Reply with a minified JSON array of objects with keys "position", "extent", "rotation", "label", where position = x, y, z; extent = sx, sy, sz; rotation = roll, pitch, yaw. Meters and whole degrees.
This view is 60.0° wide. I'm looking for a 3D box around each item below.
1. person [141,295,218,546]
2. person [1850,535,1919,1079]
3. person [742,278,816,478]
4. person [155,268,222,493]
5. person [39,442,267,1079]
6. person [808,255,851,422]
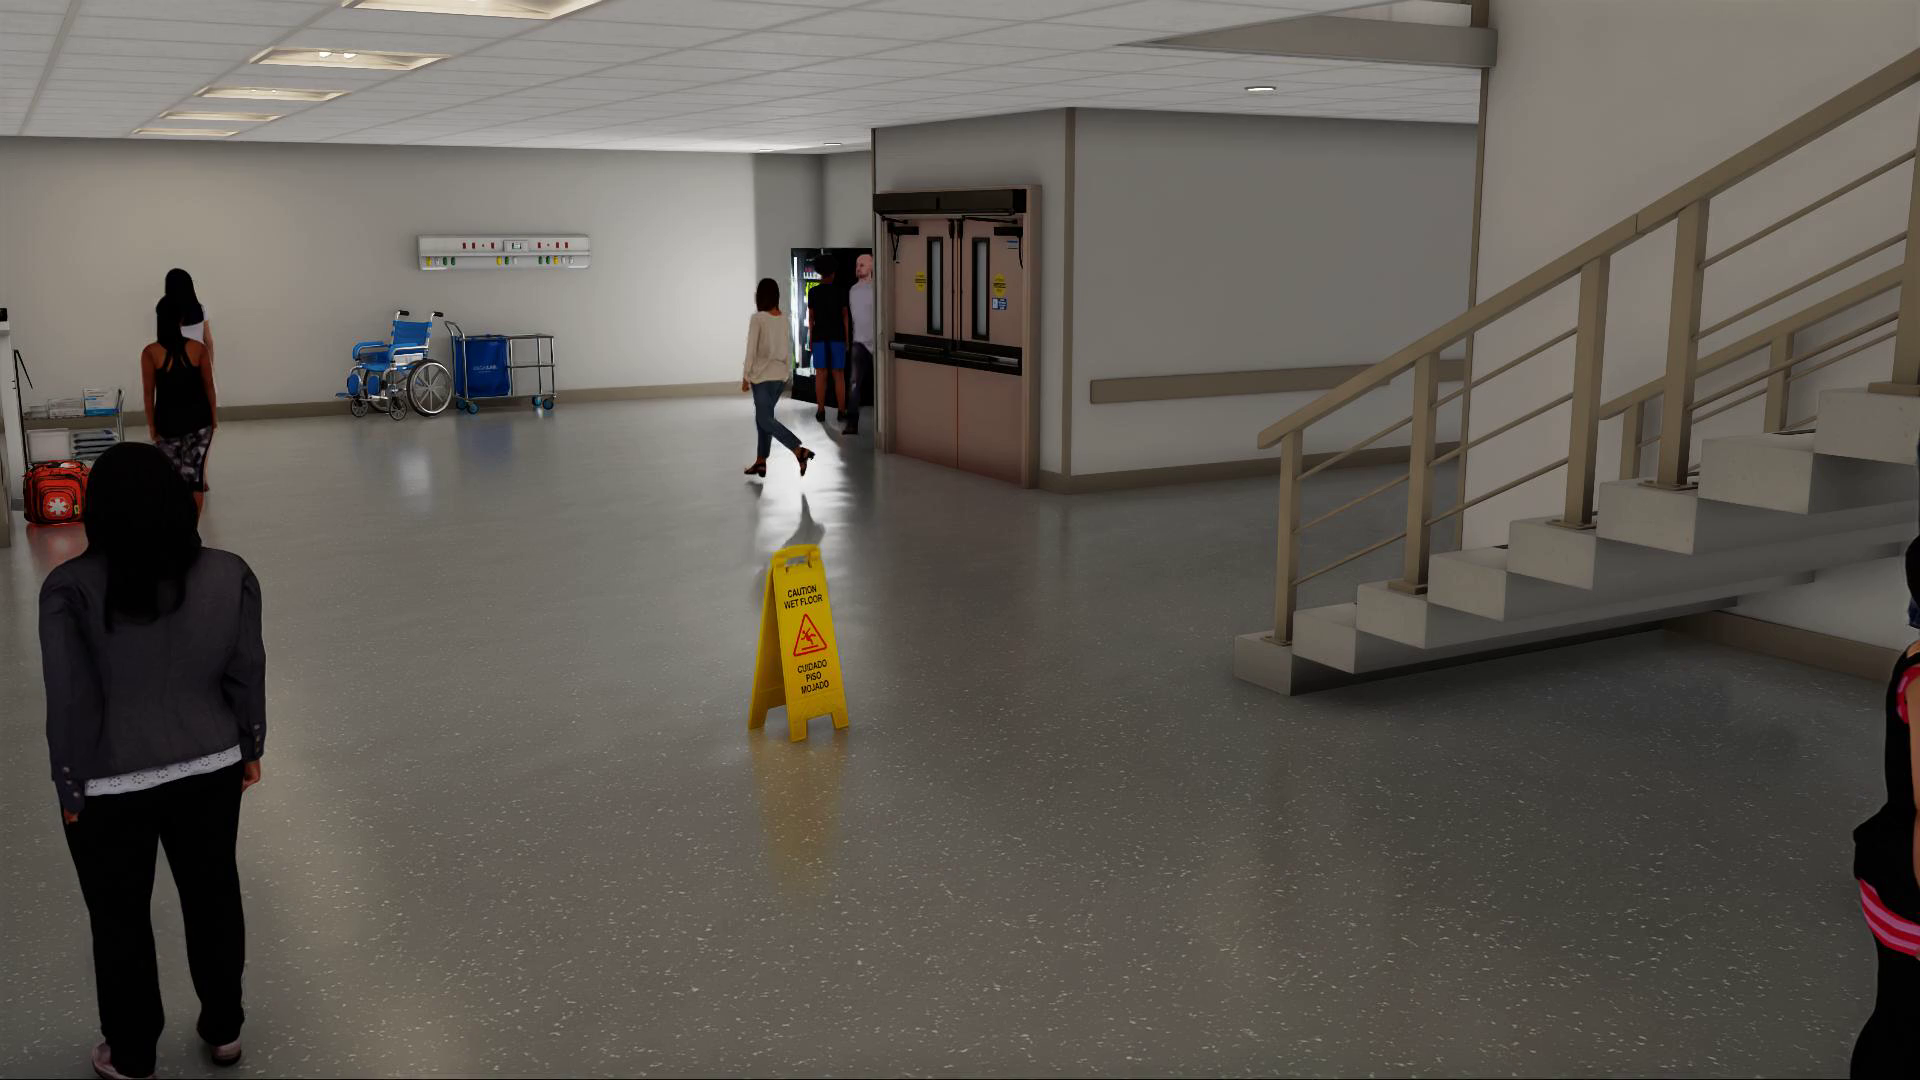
[{"position":[-5.090,-0.762,10.900],"extent":[0.627,1.647,0.865],"rotation":[-5,12,-24],"label":"person"},{"position":[1.985,0.703,3.437],"extent":[0.629,1.551,0.605],"rotation":[7,13,32],"label":"person"},{"position":[-1.517,-1.300,13.701],"extent":[1.098,1.658,0.914],"rotation":[6,13,31],"label":"person"},{"position":[-6.022,-1.218,13.044],"extent":[0.591,1.743,1.008],"rotation":[-6,12,-27],"label":"person"},{"position":[-1.982,0.554,4.094],"extent":[0.740,1.599,0.738],"rotation":[11,15,44],"label":"person"},{"position":[-1.425,-2.196,18.062],"extent":[0.697,1.793,0.714],"rotation":[0,11,0],"label":"person"}]
